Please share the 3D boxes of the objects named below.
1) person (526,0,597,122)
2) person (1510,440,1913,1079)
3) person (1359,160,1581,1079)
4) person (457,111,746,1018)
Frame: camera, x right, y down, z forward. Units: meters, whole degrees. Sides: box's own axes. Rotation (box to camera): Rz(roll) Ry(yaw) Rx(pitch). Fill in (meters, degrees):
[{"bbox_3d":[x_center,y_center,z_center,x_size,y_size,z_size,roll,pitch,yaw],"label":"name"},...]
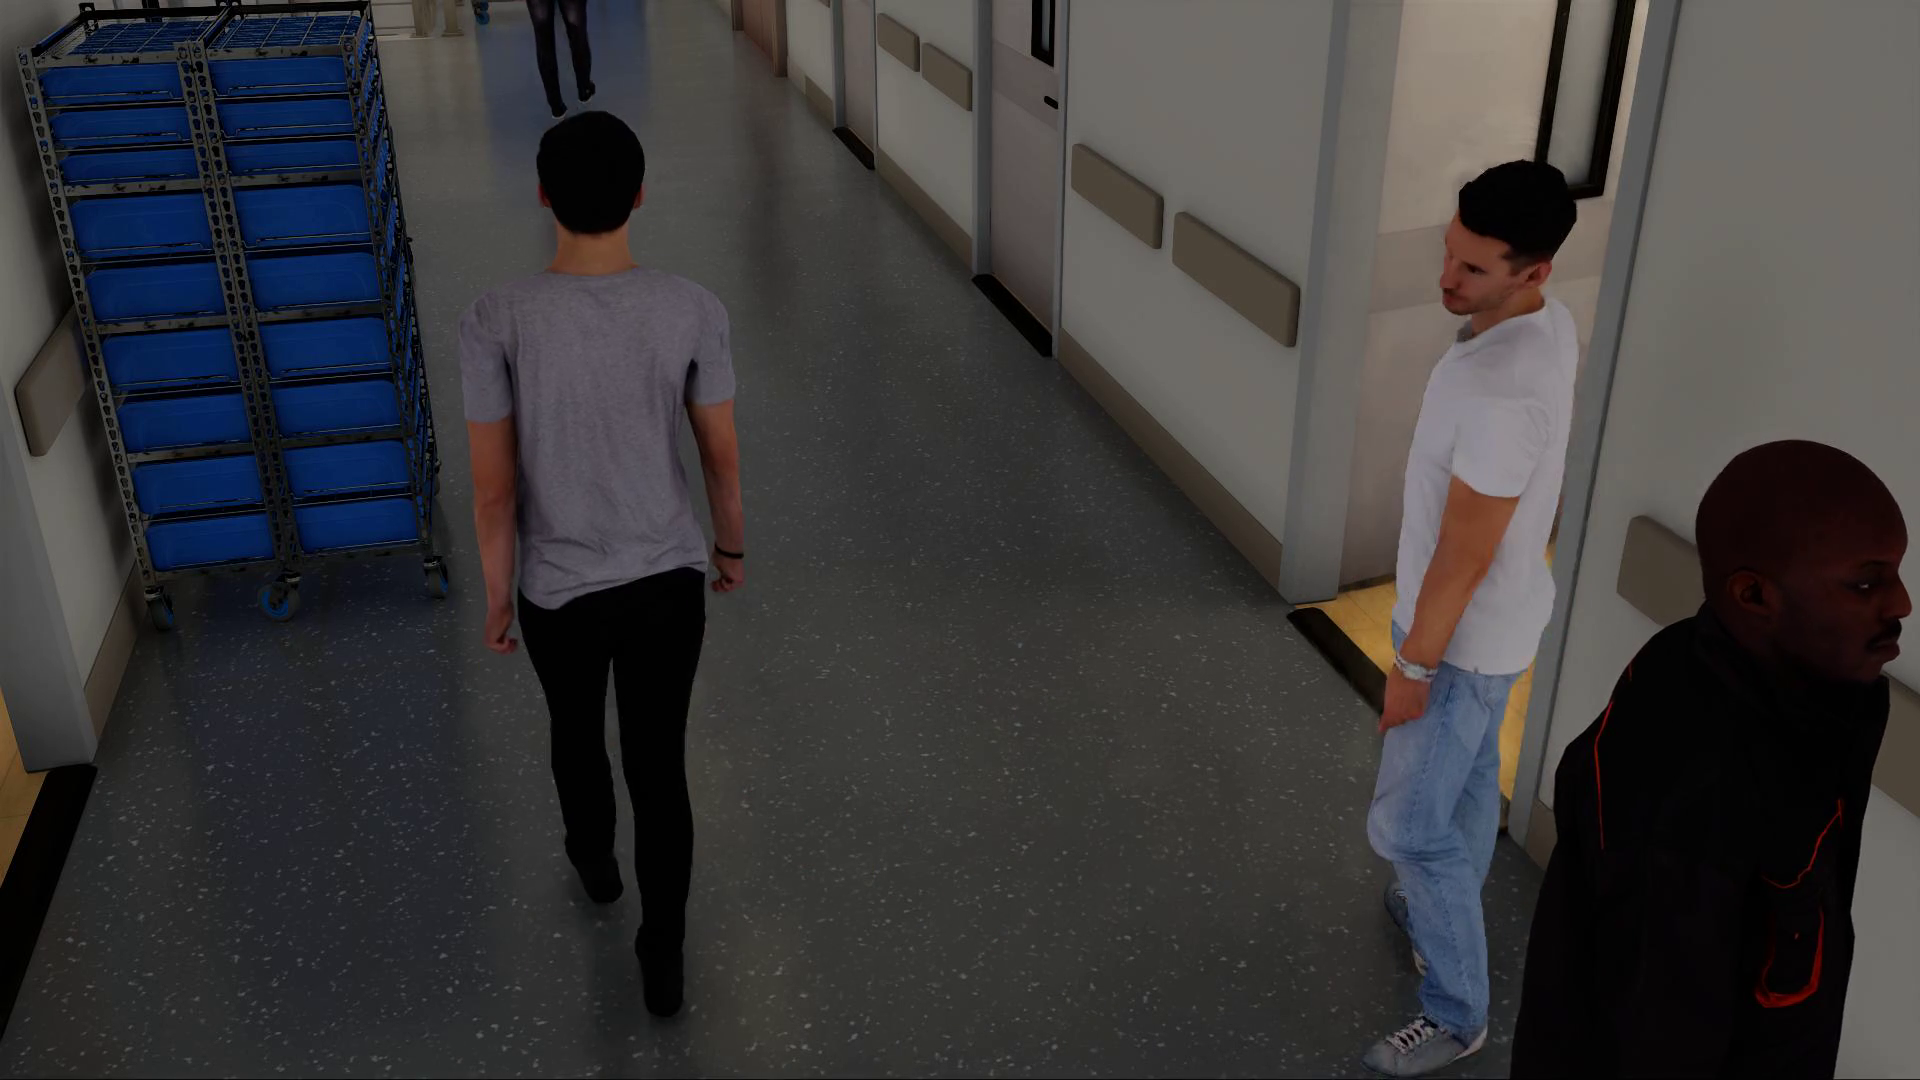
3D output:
[{"bbox_3d":[-2.834,-3.840,11.546,0.769,1.813,1.031,-3,26,-7],"label":"person"},{"bbox_3d":[0.839,0.713,2.094,0.850,1.823,0.773,12,28,24],"label":"person"},{"bbox_3d":[1.022,0.139,3.273,0.867,1.832,0.913,-23,34,-38],"label":"person"},{"bbox_3d":[-0.674,0.138,3.266,0.684,1.841,0.903,-7,27,-13],"label":"person"}]
